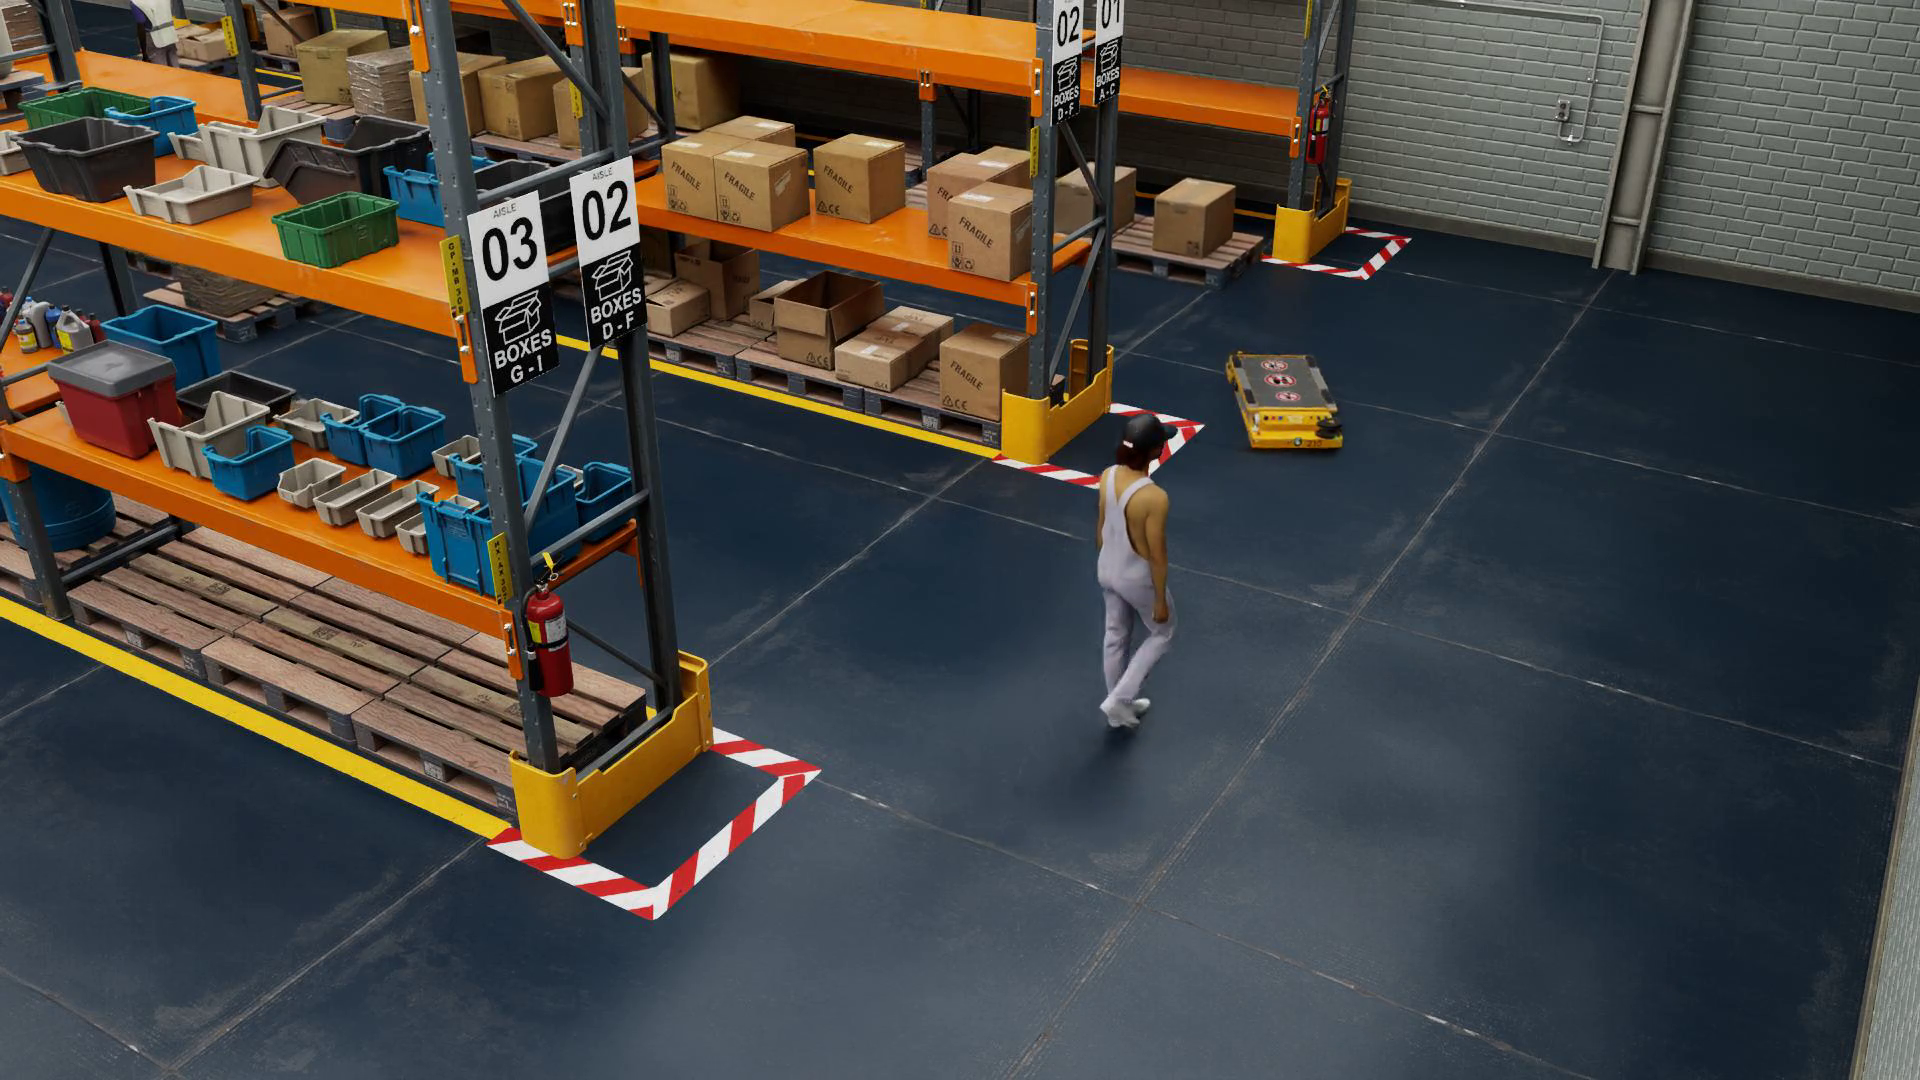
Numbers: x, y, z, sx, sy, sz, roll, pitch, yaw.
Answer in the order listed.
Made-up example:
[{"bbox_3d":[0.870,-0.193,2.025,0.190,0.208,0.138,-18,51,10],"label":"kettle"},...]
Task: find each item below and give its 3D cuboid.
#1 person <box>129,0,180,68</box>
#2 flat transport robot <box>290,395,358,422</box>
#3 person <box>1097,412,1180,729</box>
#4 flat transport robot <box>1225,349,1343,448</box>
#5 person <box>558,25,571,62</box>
[{"bbox_3d":[-9.279,-5.728,19.305,0.388,1.836,0.559,9,30,16],"label":"person"},{"bbox_3d":[-4.786,-0.734,11.950,1.431,0.231,0.659,19,34,30],"label":"flat transport robot"},{"bbox_3d":[0.934,0.184,8.676,0.405,1.849,0.548,-23,36,-35],"label":"person"},{"bbox_3d":[2.429,-1.074,12.561,0.659,0.231,1.431,0,29,0],"label":"flat transport robot"},{"bbox_3d":[-3.953,-4.469,17.192,0.532,1.694,0.320,10,31,17],"label":"person"}]
